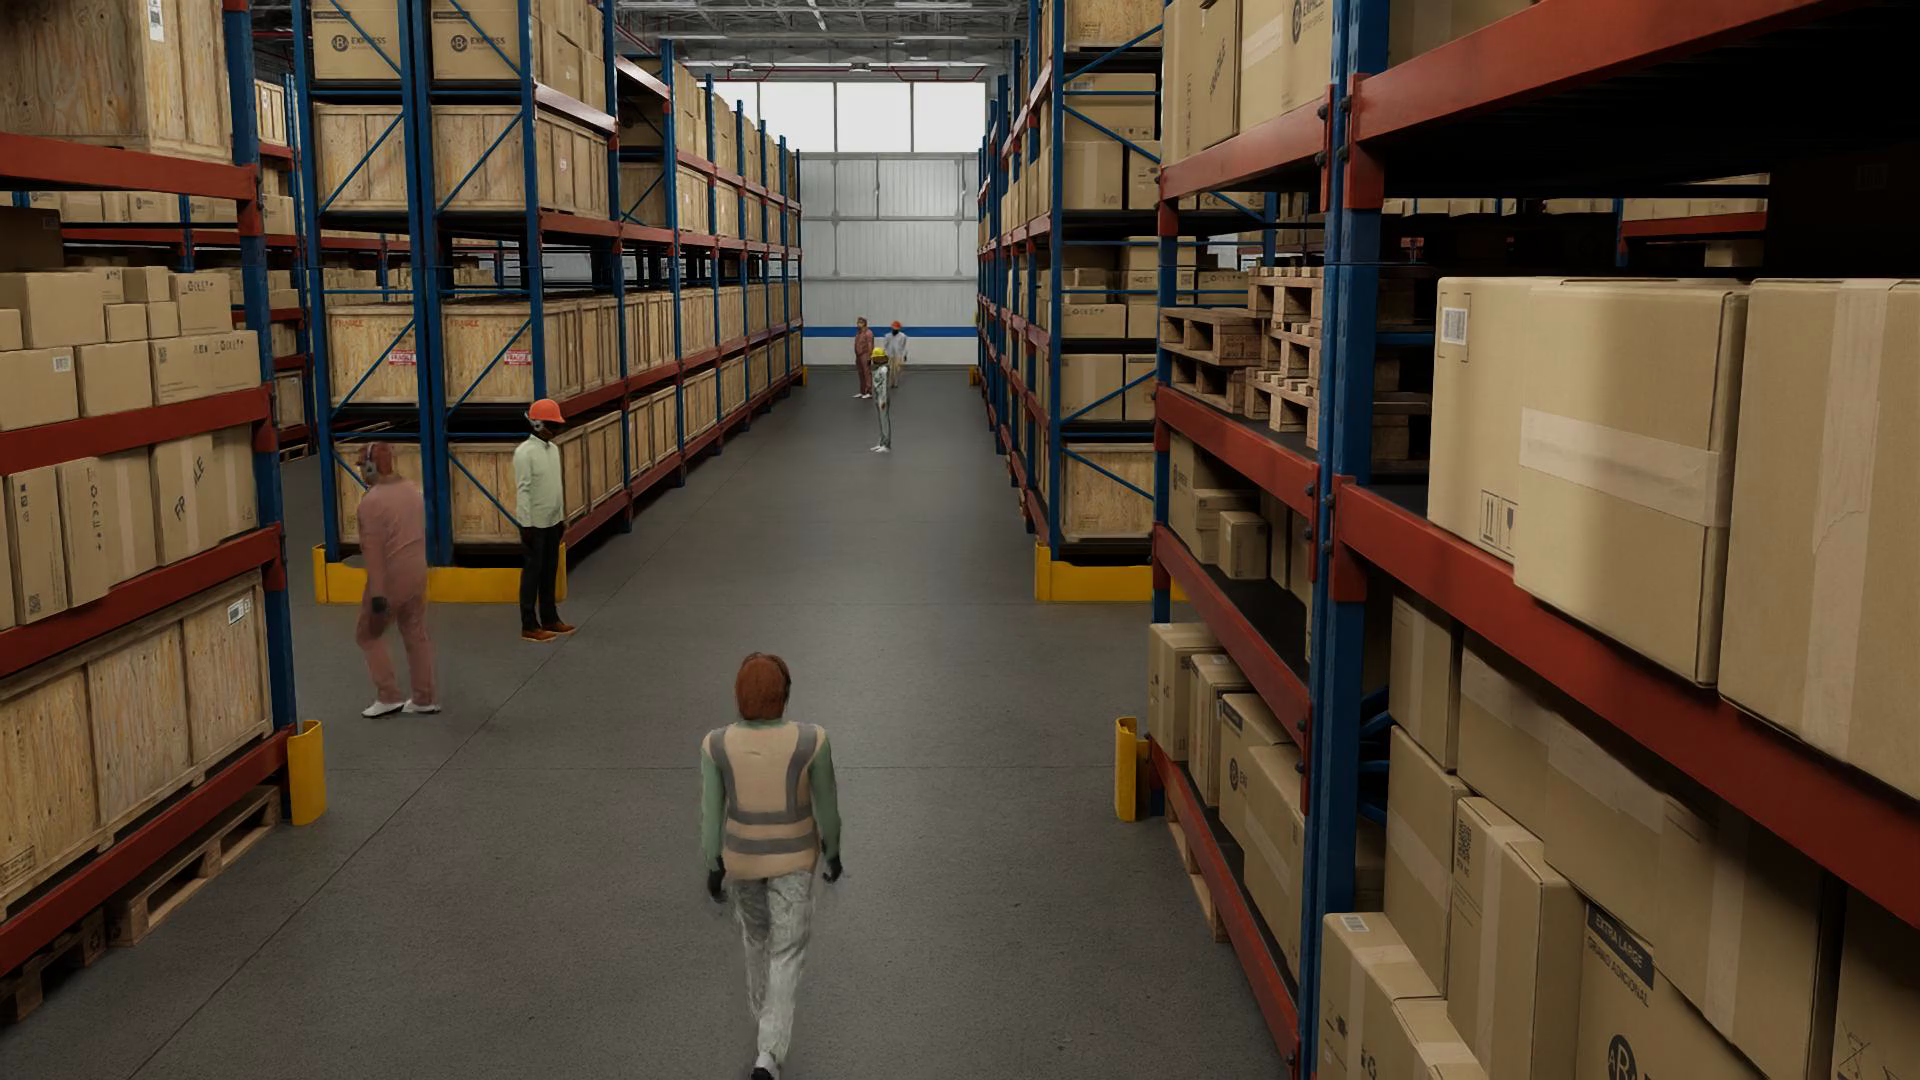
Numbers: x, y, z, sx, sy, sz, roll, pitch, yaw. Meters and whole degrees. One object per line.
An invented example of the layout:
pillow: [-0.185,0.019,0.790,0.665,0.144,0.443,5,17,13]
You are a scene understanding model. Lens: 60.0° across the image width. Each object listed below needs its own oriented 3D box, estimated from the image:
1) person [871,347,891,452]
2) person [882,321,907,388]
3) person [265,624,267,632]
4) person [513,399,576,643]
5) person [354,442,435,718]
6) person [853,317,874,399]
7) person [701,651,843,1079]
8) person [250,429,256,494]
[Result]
person: [-1.324,-2.327,27.617,0.313,1.738,0.483,-2,10,-13]
person: [-1.686,-4.702,42.265,0.626,1.697,0.755,2,9,11]
person: [-6.334,-0.145,14.001,1.132,1.835,0.618,5,10,27]
person: [-3.405,-0.160,13.586,0.409,1.984,0.620,3,10,15]
person: [-3.856,0.277,11.222,0.560,1.885,0.684,3,10,16]
person: [-2.277,-4.271,39.021,0.399,1.907,0.644,-6,11,-32]
person: [-0.723,1.224,6.239,0.512,1.605,0.780,2,9,9]
person: [-7.754,-0.673,17.924,0.516,1.583,0.851,-4,10,-23]
